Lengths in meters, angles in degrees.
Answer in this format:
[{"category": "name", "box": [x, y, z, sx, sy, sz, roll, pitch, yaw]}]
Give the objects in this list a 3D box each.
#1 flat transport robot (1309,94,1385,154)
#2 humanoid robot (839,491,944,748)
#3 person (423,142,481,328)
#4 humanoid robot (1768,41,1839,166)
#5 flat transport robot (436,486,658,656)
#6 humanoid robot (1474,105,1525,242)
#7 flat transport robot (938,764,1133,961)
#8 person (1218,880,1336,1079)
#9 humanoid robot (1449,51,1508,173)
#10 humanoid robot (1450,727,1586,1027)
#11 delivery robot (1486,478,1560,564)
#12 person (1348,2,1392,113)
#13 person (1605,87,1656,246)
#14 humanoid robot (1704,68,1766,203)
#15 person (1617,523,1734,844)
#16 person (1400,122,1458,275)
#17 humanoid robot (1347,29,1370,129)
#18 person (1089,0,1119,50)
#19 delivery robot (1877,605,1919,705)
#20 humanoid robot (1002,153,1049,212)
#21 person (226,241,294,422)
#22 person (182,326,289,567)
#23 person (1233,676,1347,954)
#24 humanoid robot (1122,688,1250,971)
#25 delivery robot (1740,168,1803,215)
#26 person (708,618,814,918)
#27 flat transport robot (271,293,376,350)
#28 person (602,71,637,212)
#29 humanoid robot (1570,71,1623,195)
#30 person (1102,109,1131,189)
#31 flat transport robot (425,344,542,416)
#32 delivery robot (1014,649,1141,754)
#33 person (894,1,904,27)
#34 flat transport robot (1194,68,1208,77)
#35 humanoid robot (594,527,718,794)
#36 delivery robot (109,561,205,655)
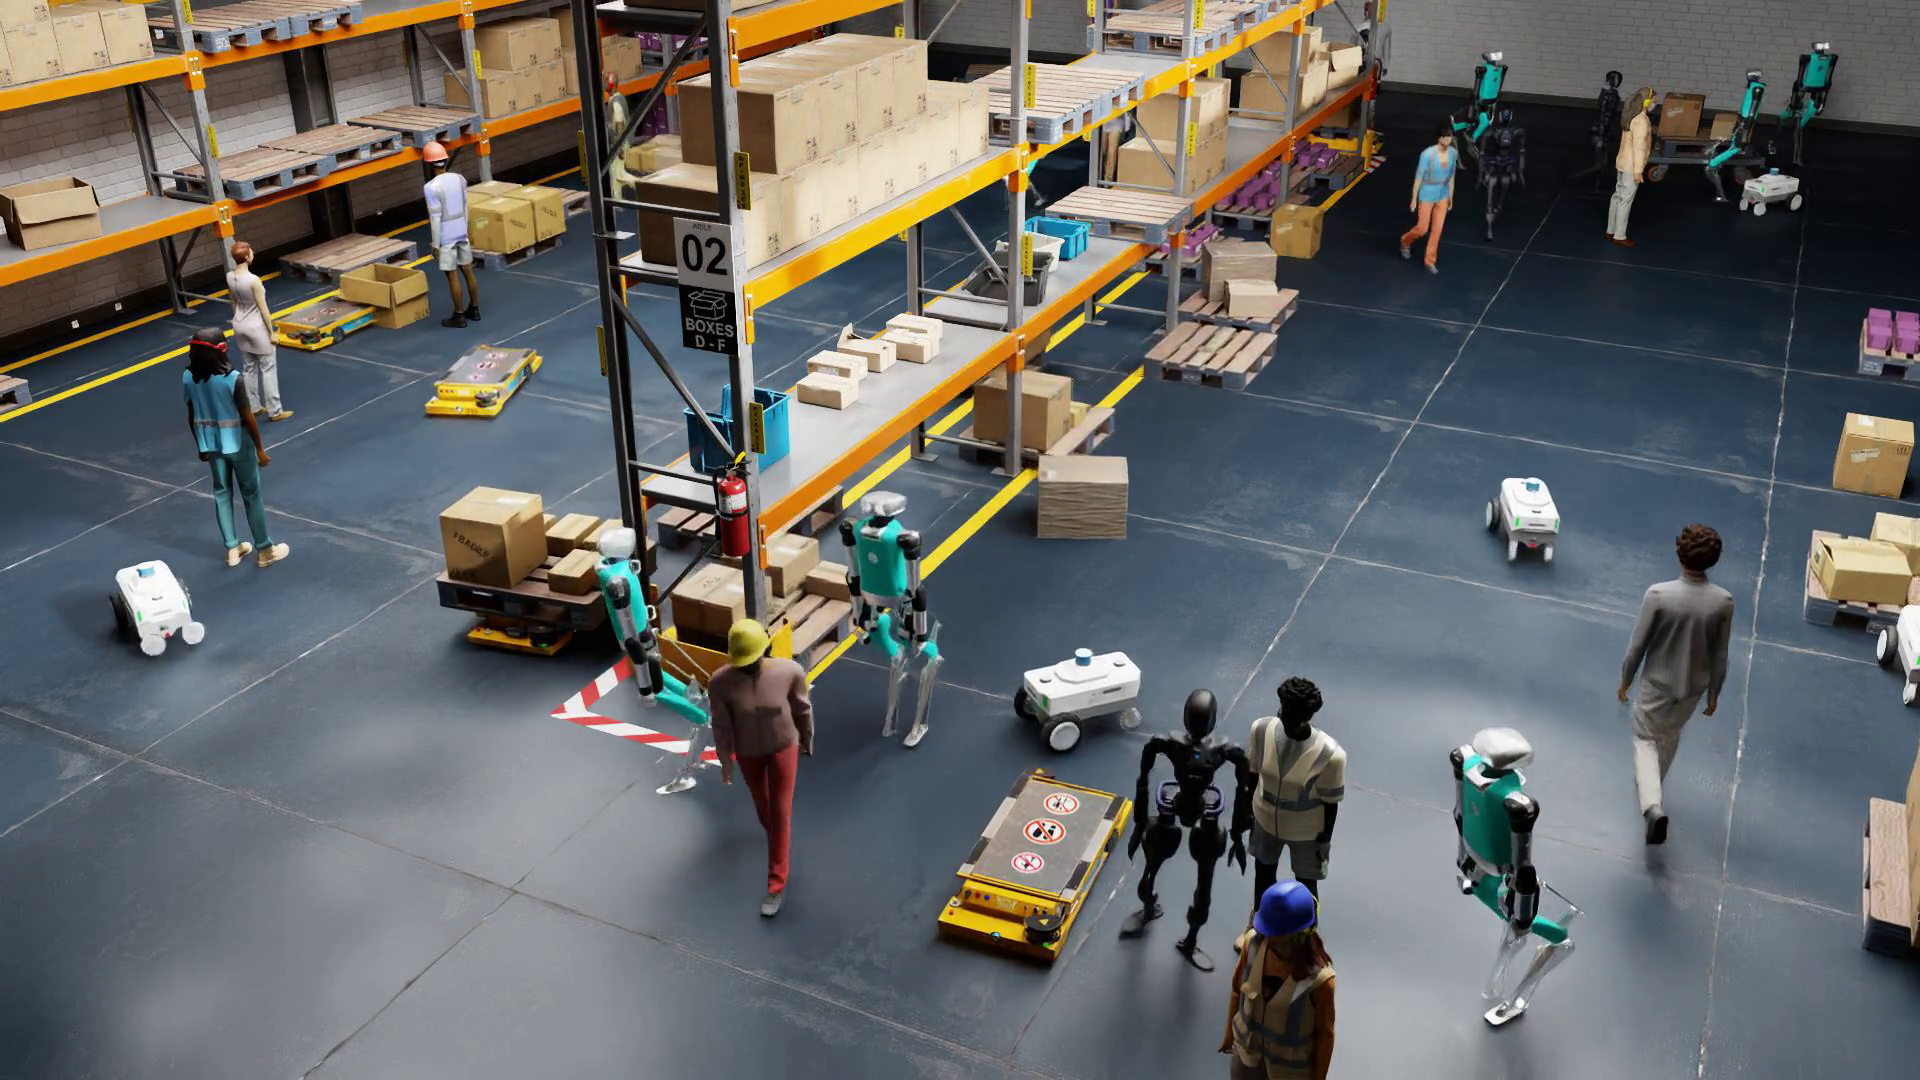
[{"category": "flat transport robot", "box": [5.577, -5.980, 24.857, 1.431, 0.231, 0.659, 11, 28, 20]}, {"category": "humanoid robot", "box": [-0.349, 0.448, 10.192, 0.544, 1.776, 0.696, 14, 29, 26]}, {"category": "person", "box": [-5.321, -3.167, 17.302, 0.372, 1.933, 0.544, 13, 29, 24]}, {"category": "humanoid robot", "box": [12.067, -6.359, 23.984, 0.545, 1.761, 0.953, -1, 26, -3]}, {"category": "flat transport robot", "box": [-2.885, 0.385, 12.000, 0.659, 0.231, 1.431, 8, 27, 16]}, {"category": "humanoid robot", "box": [6.603, -4.458, 20.244, 0.607, 1.625, 0.749, 1, 26, 2]}, {"category": "flat transport robot", "box": [0.448, 1.755, 9.233, 0.659, 0.231, 1.431, 10, 28, 19]}, {"category": "person", "box": [1.279, 2.119, 6.795, 0.481, 1.776, 0.321, 23, 34, 38]}, {"category": "humanoid robot", "box": [7.128, -5.899, 23.030, 0.546, 1.741, 0.964, -14, 30, -27]}, {"category": "humanoid robot", "box": [2.664, 1.639, 7.867, 0.815, 1.809, 0.536, -9, 28, -18]}, {"category": "delivery robot", "box": [4.383, -0.200, 12.833, 0.499, 0.570, 0.747, 4, 27, 7]}, {"category": "person", "box": [6.328, -7.469, 26.055, 0.667, 1.872, 0.728, -3, 26, -6]}, {"category": "person", "box": [8.089, -4.511, 20.085, 0.407, 1.875, 0.554, 1, 26, 3]}, {"category": "humanoid robot", "box": [10.007, -5.220, 21.707, 0.682, 1.836, 0.537, 7, 27, 14]}, {"category": "person", "box": [4.013, 0.812, 9.344, 0.546, 1.867, 0.792, 3, 27, 7]}, {"category": "person", "box": [5.398, -3.962, 19.119, 0.525, 1.740, 0.576, -7, 27, -15]}, {"category": "humanoid robot", "box": [5.966, -6.851, 25.025, 0.419, 1.630, 0.598, -1, 26, -1]}, {"category": "person", "box": [2.518, -9.041, 29.170, 0.544, 1.928, 0.423, 15, 30, 28]}, {"category": "delivery robot", "box": [6.417, 0.728, 10.983, 0.499, 0.592, 0.774, 9, 28, 17]}, {"category": "humanoid robot", "box": [0.796, -5.082, 21.409, 0.552, 1.743, 0.905, 22, 34, 37]}, {"category": "person", "box": [-6.362, -1.876, 15.009, 0.447, 1.652, 0.283, 12, 29, 22]}, {"category": "person", "box": [-5.426, -0.676, 12.342, 0.540, 1.865, 0.370, 4, 27, 7]}, {"category": "person", "box": [1.643, 1.412, 8.324, 0.534, 1.692, 0.320, 19, 32, 33]}, {"category": "humanoid robot", "box": [1.143, 1.407, 8.357, 0.613, 1.648, 0.466, 4, 27, 8]}, {"category": "delivery robot", "box": [10.551, -4.523, 21.615, 0.786, 0.614, 0.499, -13, 29, -24]}, {"category": "person", "box": [-1.043, 1.122, 8.878, 0.523, 1.703, 0.891, -1, 26, -1]}, {"category": "flat transport robot", "box": [-6.569, -2.326, 17.476, 0.659, 0.231, 1.431, 10, 28, 20]}, {"category": "person", "box": [-4.326, -5.082, 21.290, 0.671, 1.824, 0.570, -7, 27, -13]}, {"category": "humanoid robot", "box": [8.524, -5.438, 22.185, 0.480, 1.644, 0.589, 16, 31, 29]}, {"category": "person", "box": [2.040, -5.628, 22.502, 0.573, 1.721, 0.688, 8, 27, 15]}, {"category": "flat transport robot", "box": [-4.532, -1.534, 15.877, 0.659, 0.231, 1.431, 2, 26, 5]}, {"category": "delivery robot", "box": [0.774, 0.962, 10.499, 0.758, 0.583, 0.499, -10, 28, -20]}, {"category": "person", "box": [-1.087, -9.456, 30.154, 0.529, 1.802, 0.539, 8, 27, 16]}, {"category": "flat transport robot", "box": [3.522, -7.421, 27.768, 1.431, 0.231, 0.659, 21, 33, 36]}, {"category": "humanoid robot", "box": [-1.637, 0.738, 9.694, 0.818, 1.816, 0.536, -6, 27, -12]}, {"category": "delivery robot", "box": [-5.616, 0.433, 11.595, 0.512, 0.607, 0.778, -17, 31, -31]}]
